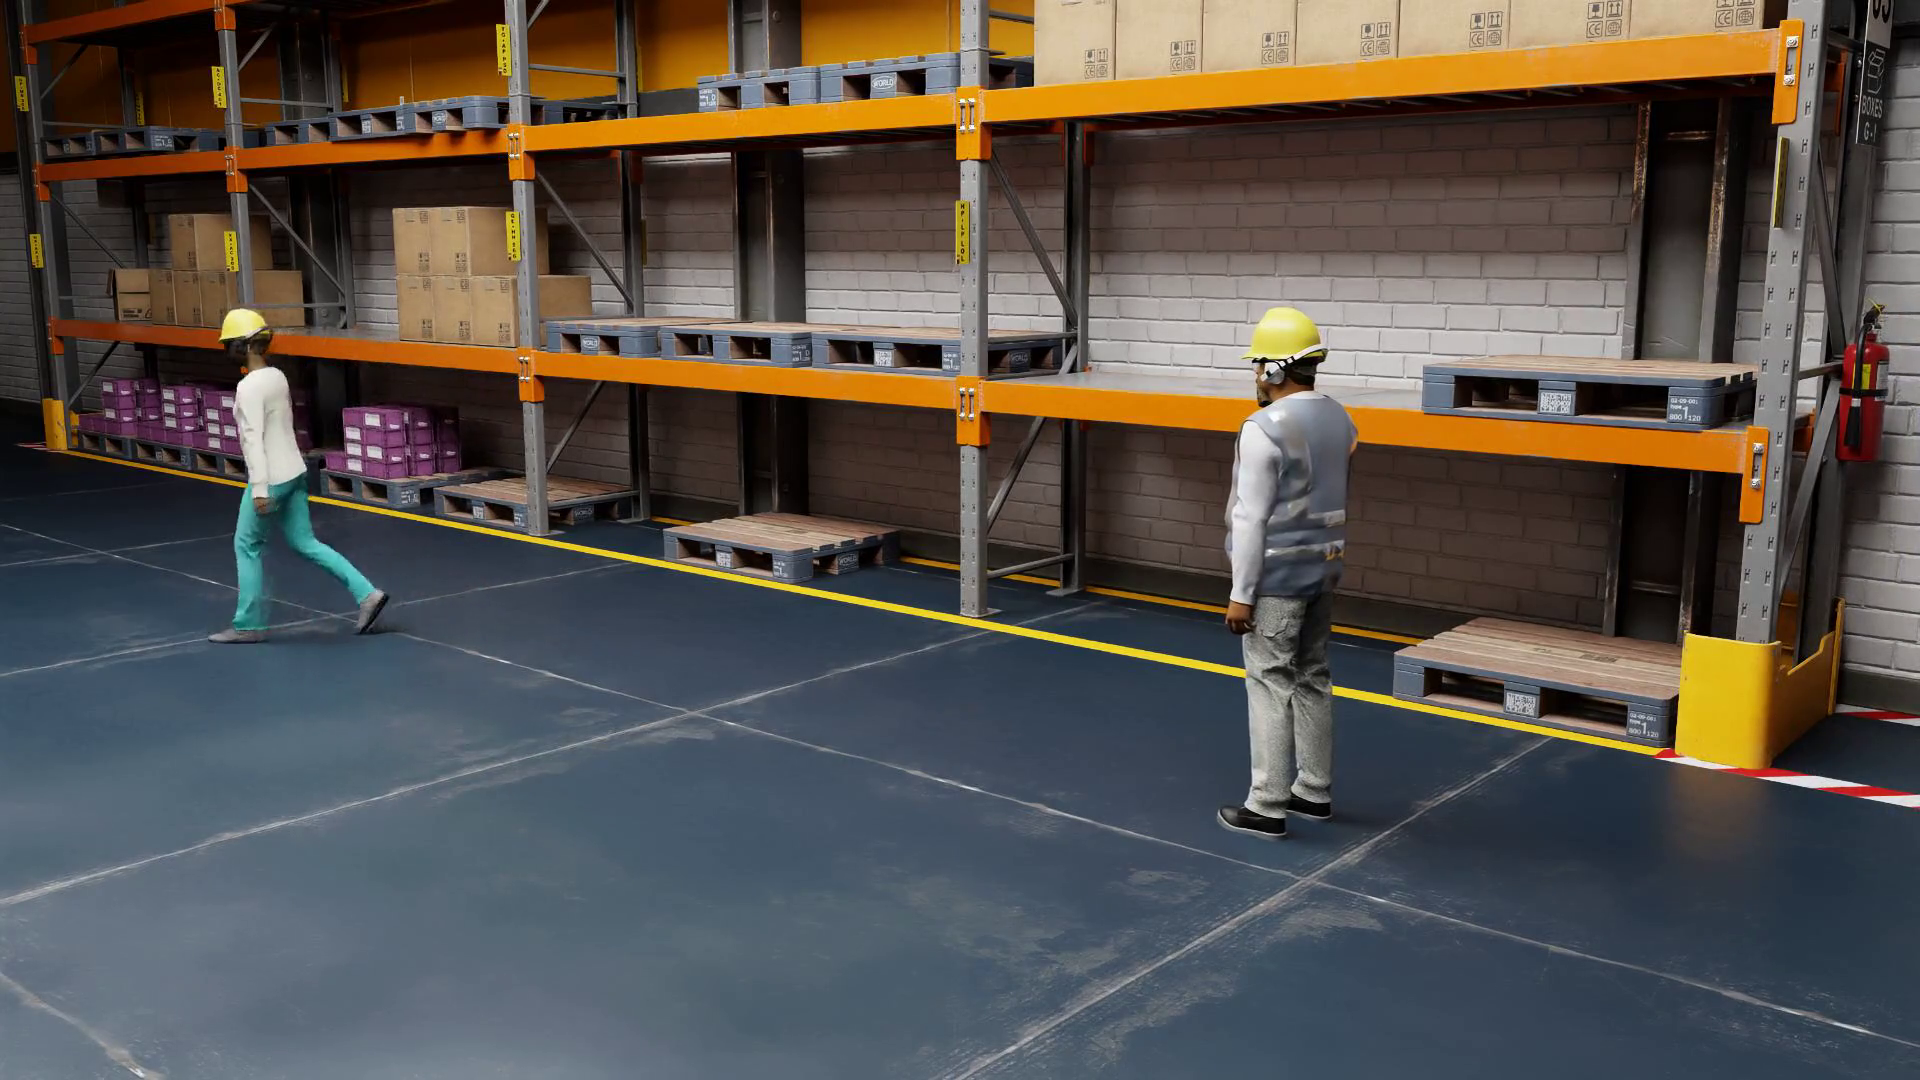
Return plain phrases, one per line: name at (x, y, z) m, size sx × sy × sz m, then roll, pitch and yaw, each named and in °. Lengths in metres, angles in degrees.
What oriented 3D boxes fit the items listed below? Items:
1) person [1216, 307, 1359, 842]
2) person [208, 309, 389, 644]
person at (1.117, 0.119, 5.739) m, size 0.404 × 1.824 × 0.586 m, roll 9°, pitch 13°, yaw 42°
person at (-3.436, -0.319, 8.510) m, size 0.819 × 1.724 × 0.561 m, roll 0°, pitch 10°, yaw -1°
